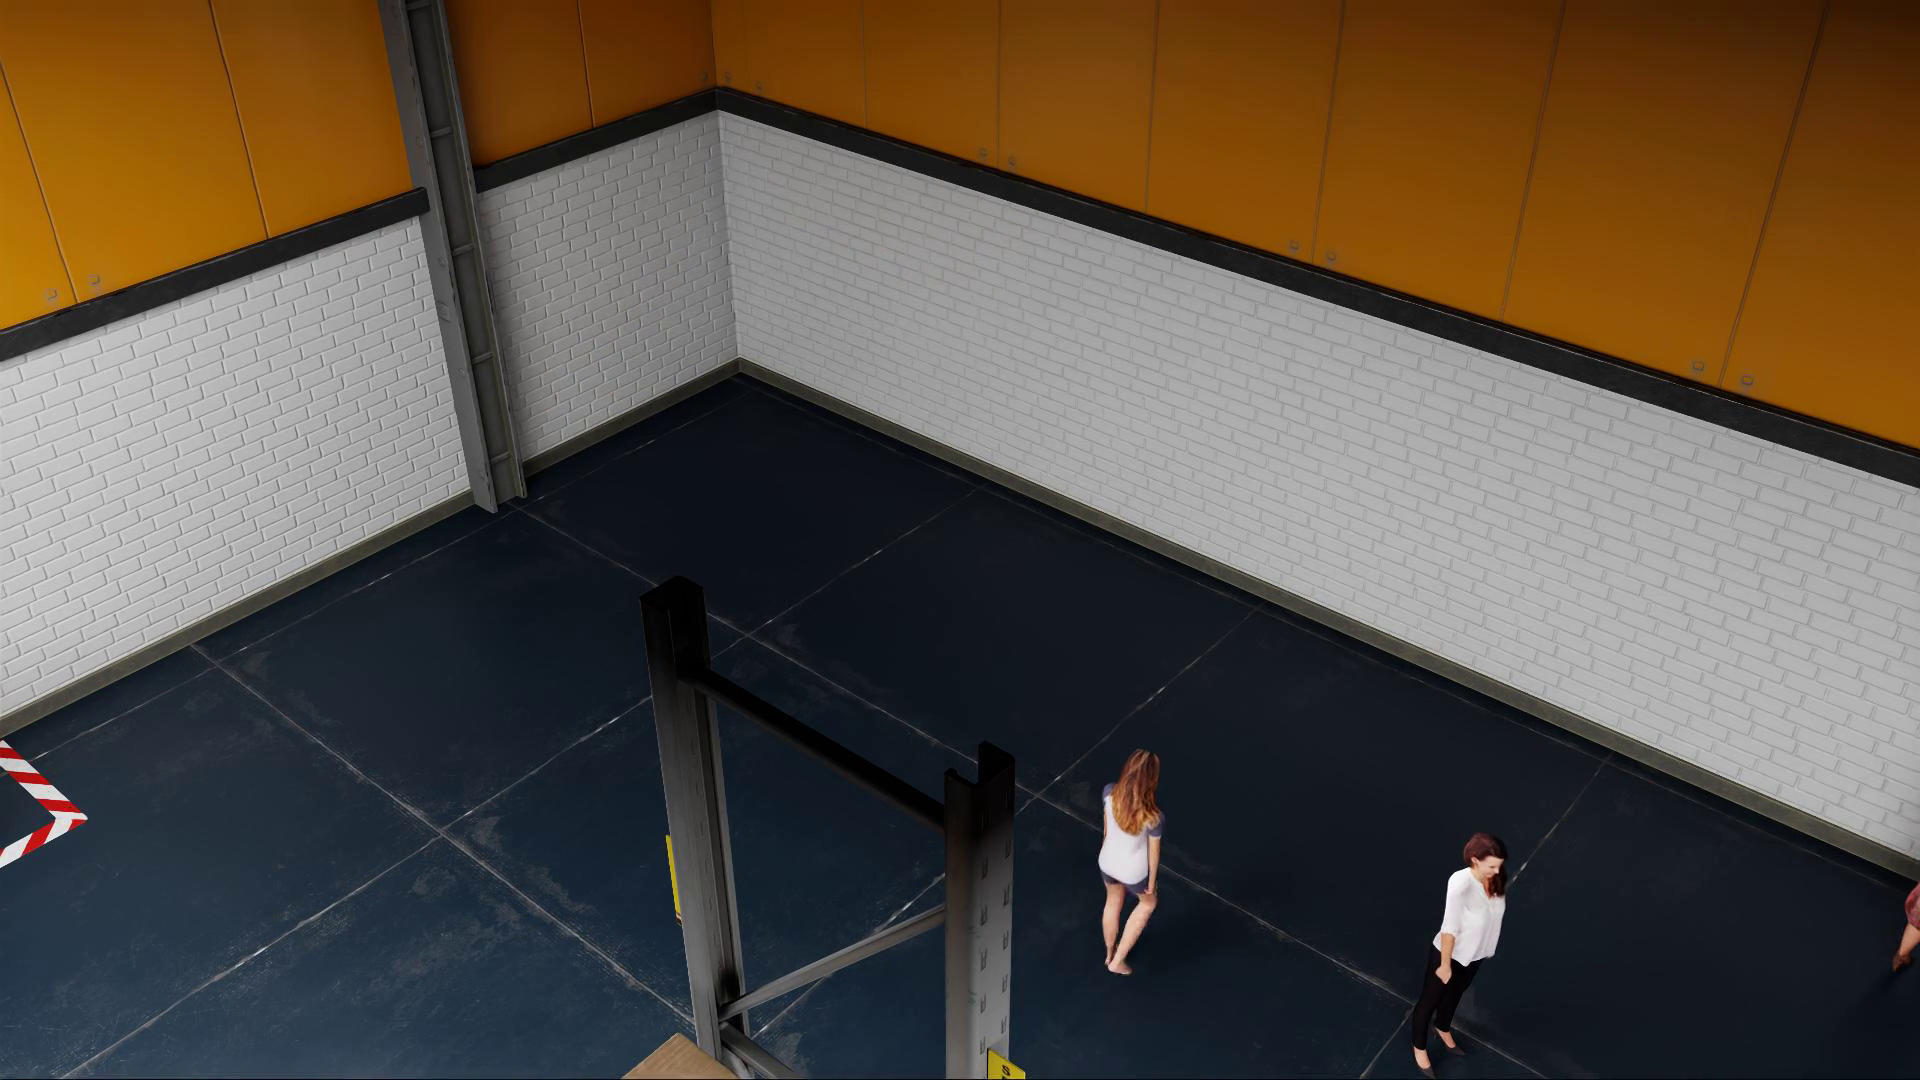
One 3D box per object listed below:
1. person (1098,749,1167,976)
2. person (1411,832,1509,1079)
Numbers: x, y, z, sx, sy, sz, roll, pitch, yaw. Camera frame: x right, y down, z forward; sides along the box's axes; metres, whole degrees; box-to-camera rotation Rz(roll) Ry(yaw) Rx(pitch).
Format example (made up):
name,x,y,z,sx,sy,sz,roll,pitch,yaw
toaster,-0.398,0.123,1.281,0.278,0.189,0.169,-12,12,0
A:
name,x,y,z,sx,sy,sz,roll,pitch,yaw
person,0.972,2.030,10.184,0.617,1.721,0.651,23,40,31
person,2.874,2.369,9.610,0.548,1.792,0.719,-21,39,-28
